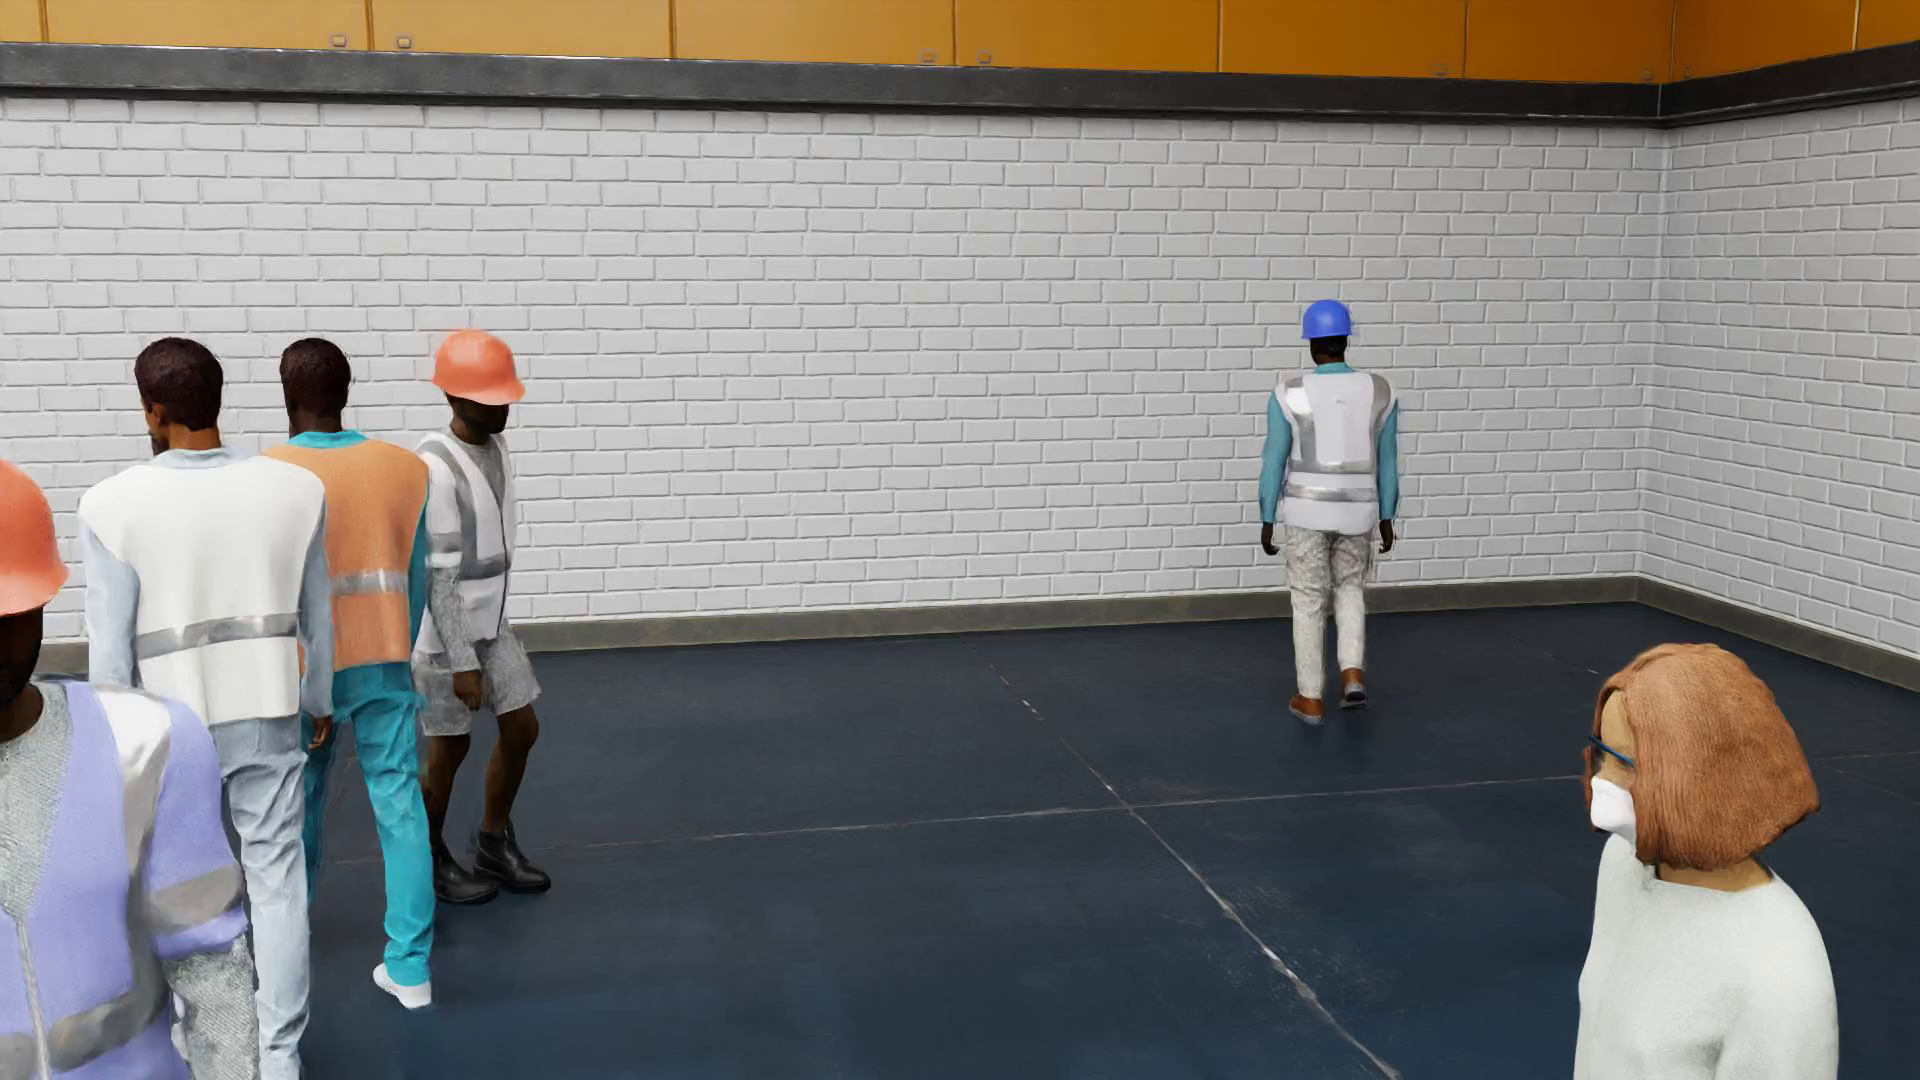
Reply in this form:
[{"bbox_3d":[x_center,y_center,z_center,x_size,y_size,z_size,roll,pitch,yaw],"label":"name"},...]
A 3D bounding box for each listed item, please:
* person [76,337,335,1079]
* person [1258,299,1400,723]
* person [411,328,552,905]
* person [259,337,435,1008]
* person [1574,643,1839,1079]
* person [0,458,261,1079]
[{"bbox_3d":[-1.868,0.443,4.208,0.611,1.891,0.675,-6,11,-34],"label":"person"},{"bbox_3d":[1.665,-0.122,7.558,0.625,1.927,0.440,-1,9,-5],"label":"person"},{"bbox_3d":[-1.563,0.278,5.247,0.597,1.883,0.581,2,10,13],"label":"person"},{"bbox_3d":[-1.835,0.355,4.840,0.602,1.861,1.002,-8,12,-40],"label":"person"},{"bbox_3d":[0.892,0.928,2.091,0.276,1.627,0.504,0,9,0],"label":"person"},{"bbox_3d":[-1.243,0.790,2.197,0.548,1.885,1.018,-8,13,-42],"label":"person"}]
